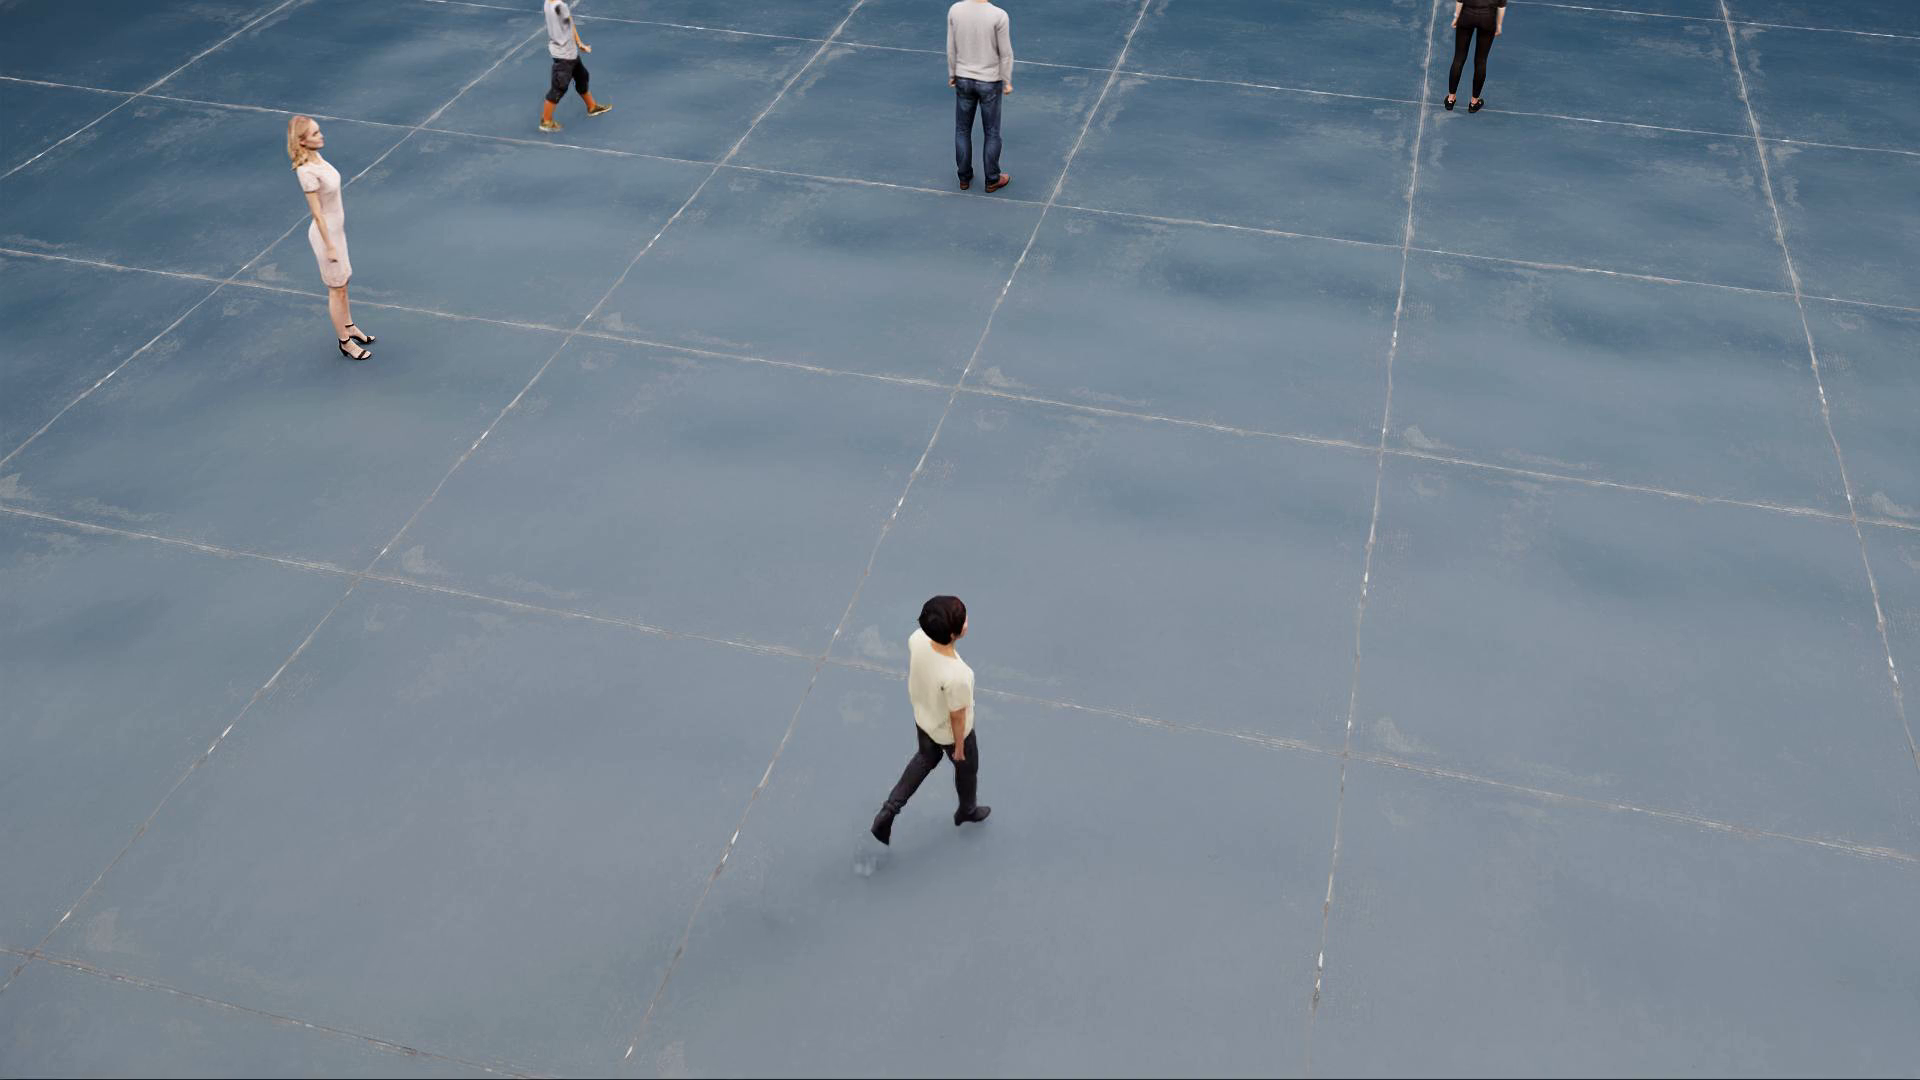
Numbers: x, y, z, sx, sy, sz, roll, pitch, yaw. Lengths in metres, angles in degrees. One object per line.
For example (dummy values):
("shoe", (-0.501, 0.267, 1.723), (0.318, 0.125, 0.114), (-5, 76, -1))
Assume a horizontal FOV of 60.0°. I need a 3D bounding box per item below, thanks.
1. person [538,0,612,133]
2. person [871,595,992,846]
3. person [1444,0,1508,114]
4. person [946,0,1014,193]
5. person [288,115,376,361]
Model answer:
("person", (-3.655, -4.451, 15.093), (1.078, 1.420, 0.937), (-26, 45, -30))
("person", (-0.135, 0.913, 8.115), (1.024, 1.570, 0.904), (-26, 45, -29))
("person", (4.756, -4.793, 15.293), (0.630, 1.713, 0.563), (15, 40, 18))
("person", (0.160, -3.848, 13.925), (0.757, 1.911, 0.660), (14, 40, 17))
("person", (-4.494, -2.150, 11.820), (0.685, 1.830, 0.544), (-3, 38, -4))
